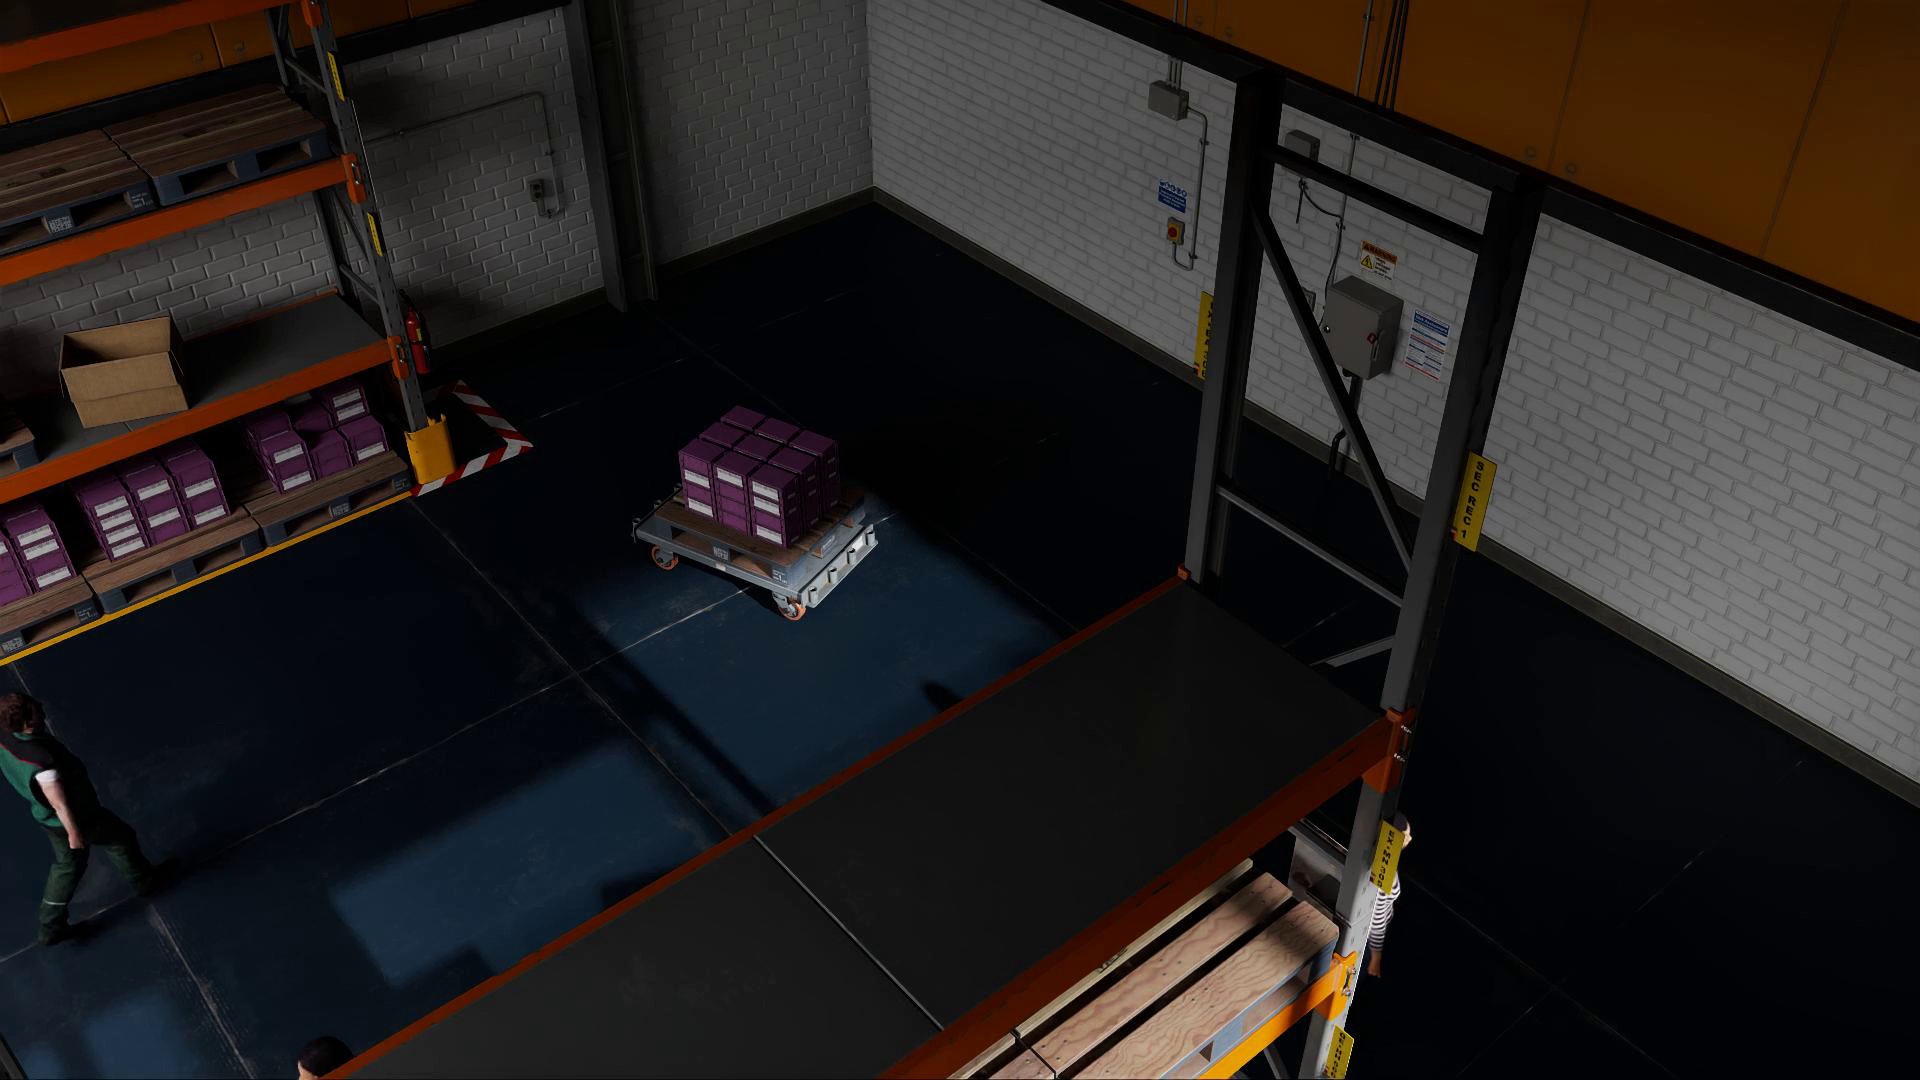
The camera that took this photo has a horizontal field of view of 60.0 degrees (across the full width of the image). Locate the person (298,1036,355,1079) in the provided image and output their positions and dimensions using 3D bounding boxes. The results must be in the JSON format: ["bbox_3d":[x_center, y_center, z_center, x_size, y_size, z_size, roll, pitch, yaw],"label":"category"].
[{"bbox_3d":[-2.752,2.880,7.864,1.124,1.692,0.720,-20,43,-23],"label":"person"}]

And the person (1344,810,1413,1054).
[{"bbox_3d":[2.130,2.060,8.808,0.689,1.796,0.653,0,39,0],"label":"person"}]

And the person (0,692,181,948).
[{"bbox_3d":[-5.116,1.577,9.402,0.878,1.810,1.183,21,43,25],"label":"person"}]
